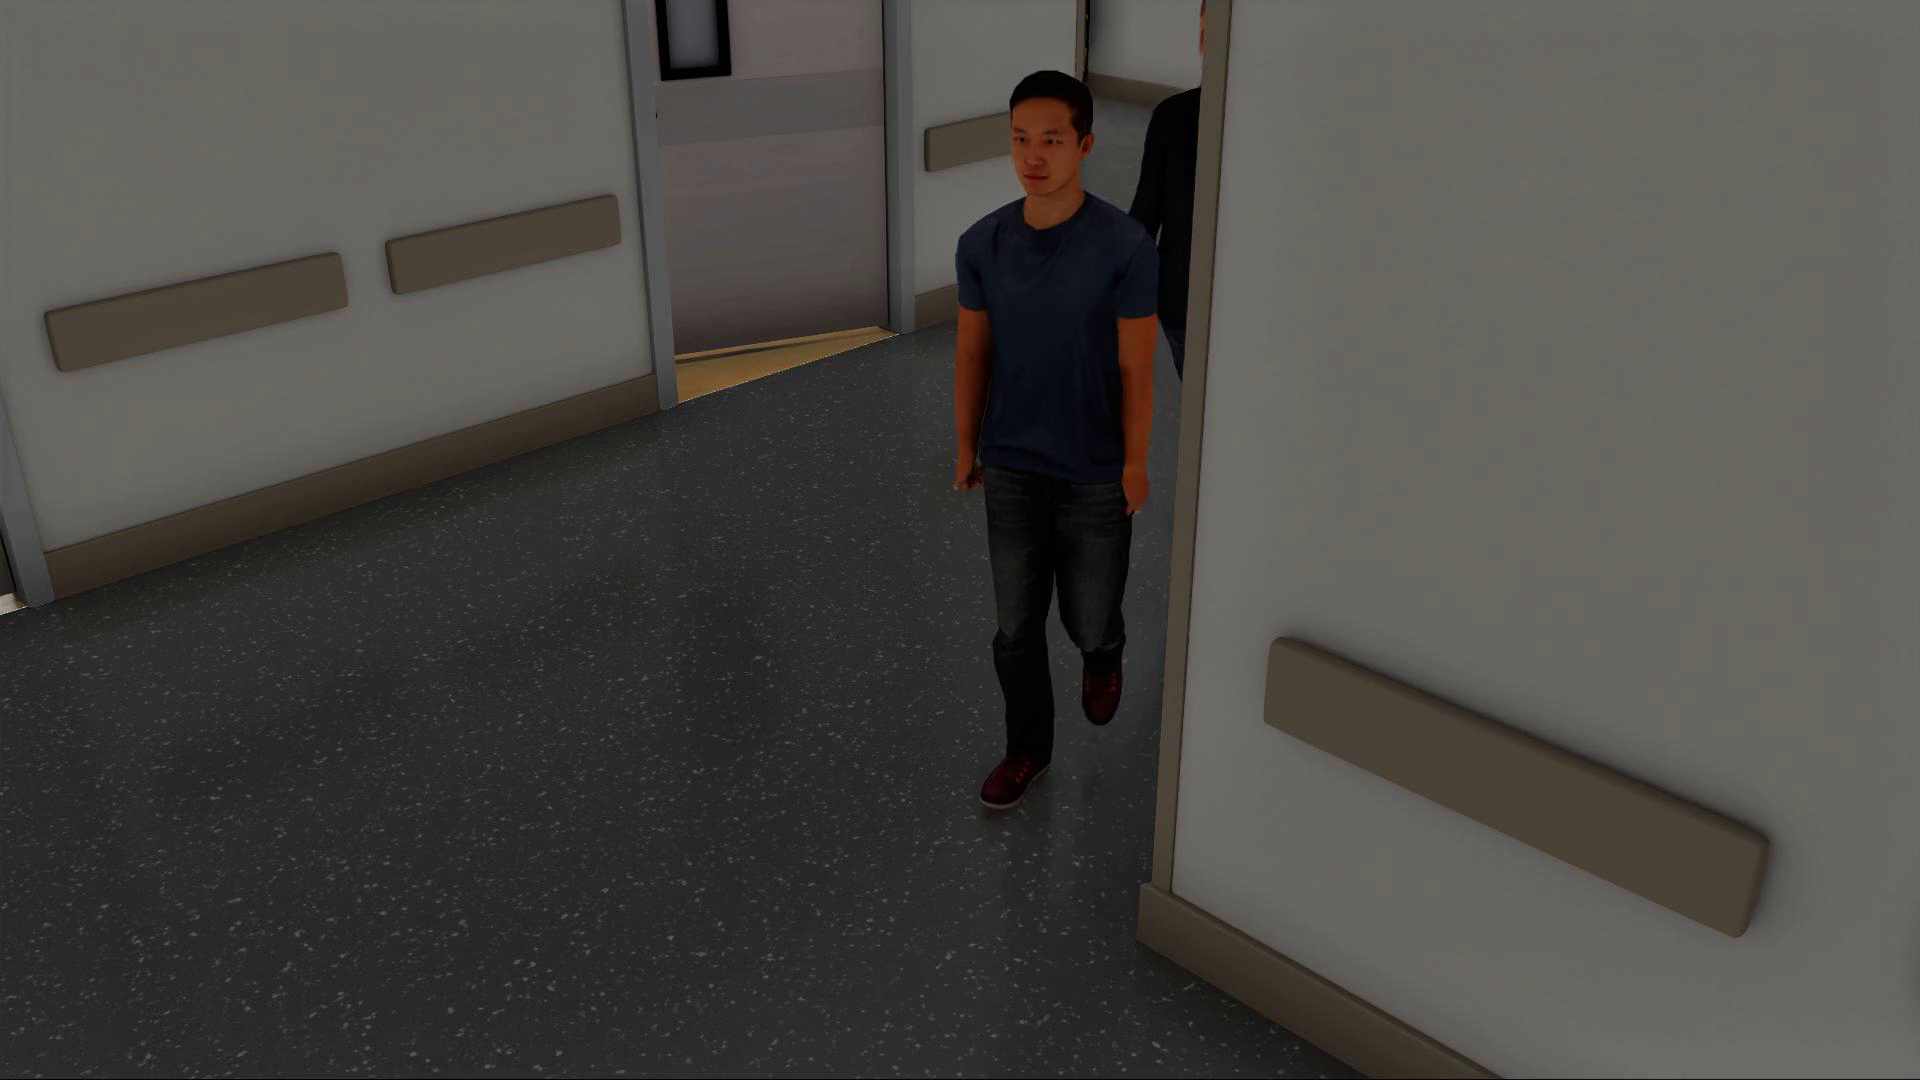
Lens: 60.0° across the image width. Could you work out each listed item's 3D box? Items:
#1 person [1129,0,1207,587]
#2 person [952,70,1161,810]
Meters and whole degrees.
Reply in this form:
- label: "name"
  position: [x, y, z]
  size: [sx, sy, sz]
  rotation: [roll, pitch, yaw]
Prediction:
- label: "person"
  position: [0.824, -0.797, 5.239]
  size: [1.011, 1.769, 1.267]
  rotation: [10, 28, 20]
- label: "person"
  position: [0.267, -0.221, 4.016]
  size: [0.827, 1.795, 0.939]
  rotation: [10, 27, 19]
